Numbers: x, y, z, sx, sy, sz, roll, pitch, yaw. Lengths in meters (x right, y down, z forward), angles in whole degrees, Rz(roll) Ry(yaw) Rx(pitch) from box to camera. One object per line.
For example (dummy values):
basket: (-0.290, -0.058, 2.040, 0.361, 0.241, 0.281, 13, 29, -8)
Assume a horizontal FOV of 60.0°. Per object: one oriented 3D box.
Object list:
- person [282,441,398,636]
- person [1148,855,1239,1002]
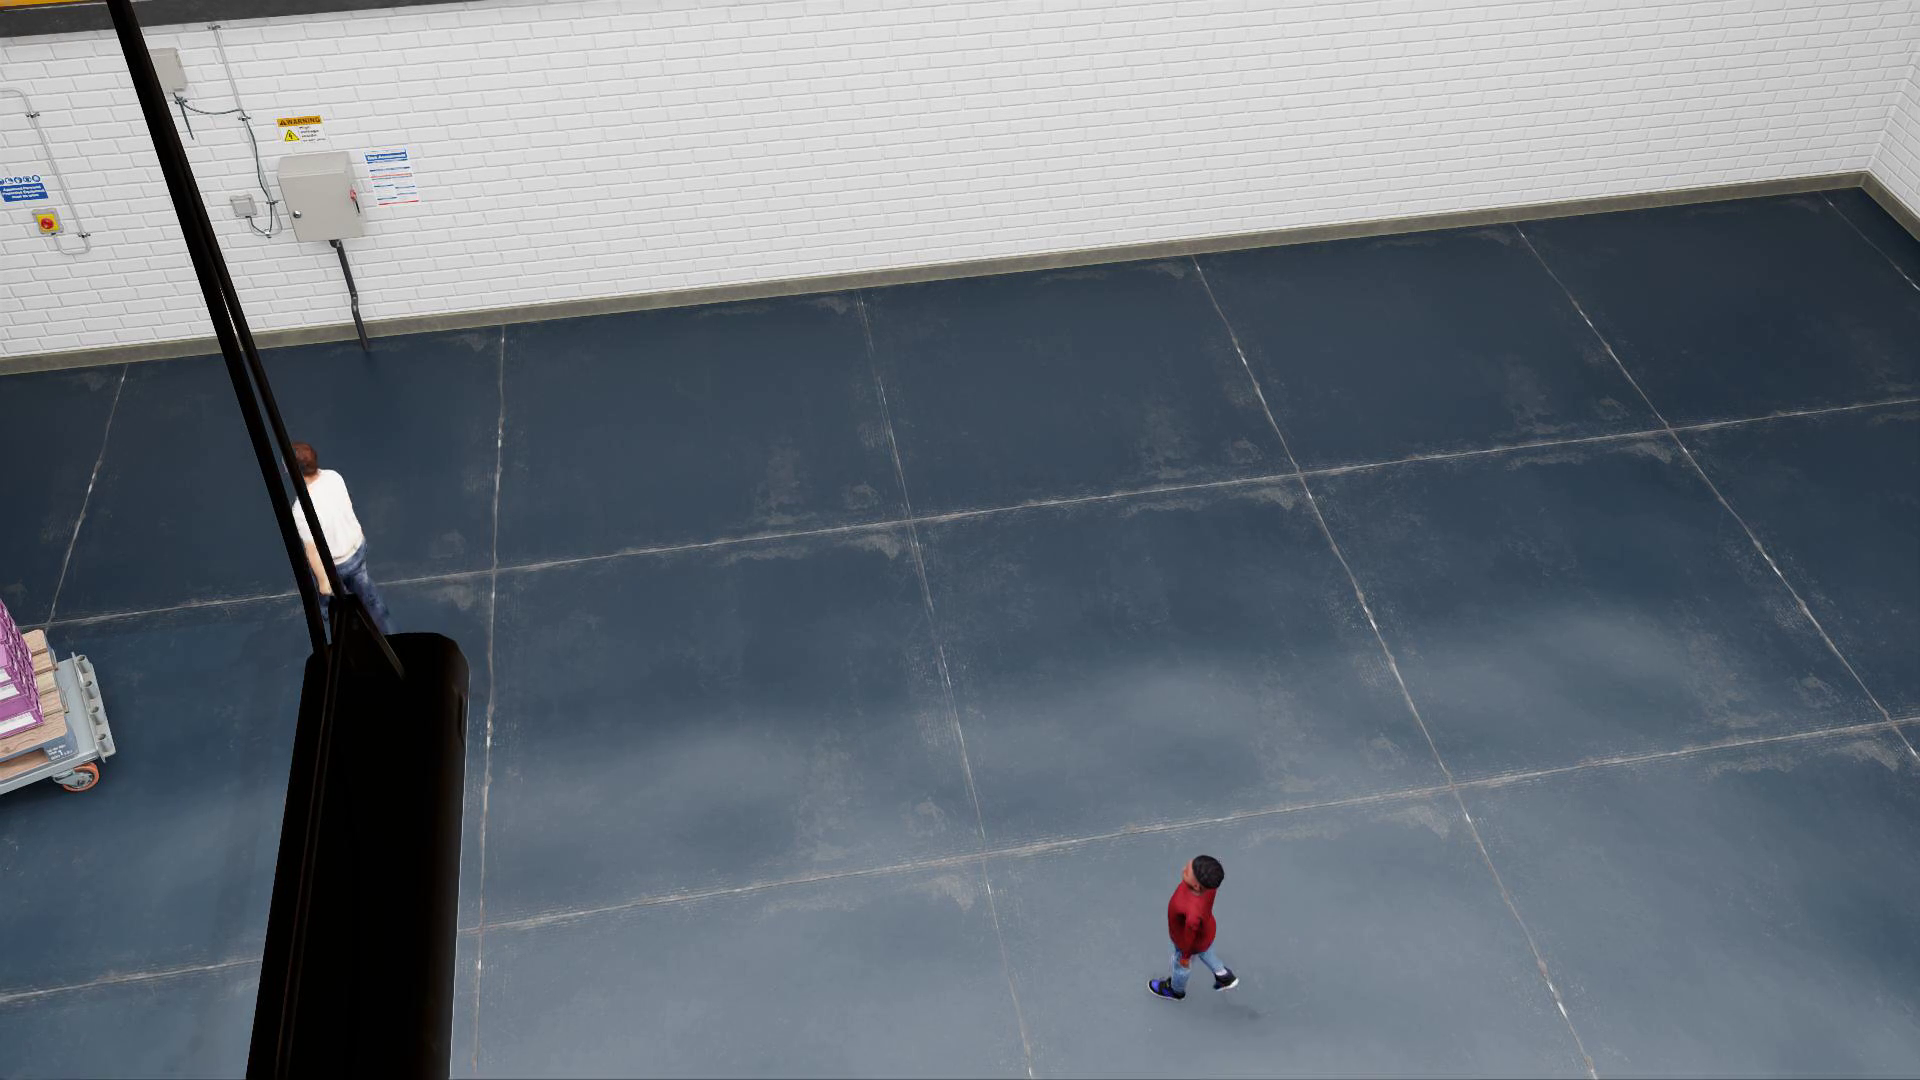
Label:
person: (-3.838, 0.143, 10.527, 0.870, 1.838, 0.765, 11, 45, 11)
person: (1.304, 2.111, 8.892, 0.747, 1.245, 0.729, 15, 46, 16)
